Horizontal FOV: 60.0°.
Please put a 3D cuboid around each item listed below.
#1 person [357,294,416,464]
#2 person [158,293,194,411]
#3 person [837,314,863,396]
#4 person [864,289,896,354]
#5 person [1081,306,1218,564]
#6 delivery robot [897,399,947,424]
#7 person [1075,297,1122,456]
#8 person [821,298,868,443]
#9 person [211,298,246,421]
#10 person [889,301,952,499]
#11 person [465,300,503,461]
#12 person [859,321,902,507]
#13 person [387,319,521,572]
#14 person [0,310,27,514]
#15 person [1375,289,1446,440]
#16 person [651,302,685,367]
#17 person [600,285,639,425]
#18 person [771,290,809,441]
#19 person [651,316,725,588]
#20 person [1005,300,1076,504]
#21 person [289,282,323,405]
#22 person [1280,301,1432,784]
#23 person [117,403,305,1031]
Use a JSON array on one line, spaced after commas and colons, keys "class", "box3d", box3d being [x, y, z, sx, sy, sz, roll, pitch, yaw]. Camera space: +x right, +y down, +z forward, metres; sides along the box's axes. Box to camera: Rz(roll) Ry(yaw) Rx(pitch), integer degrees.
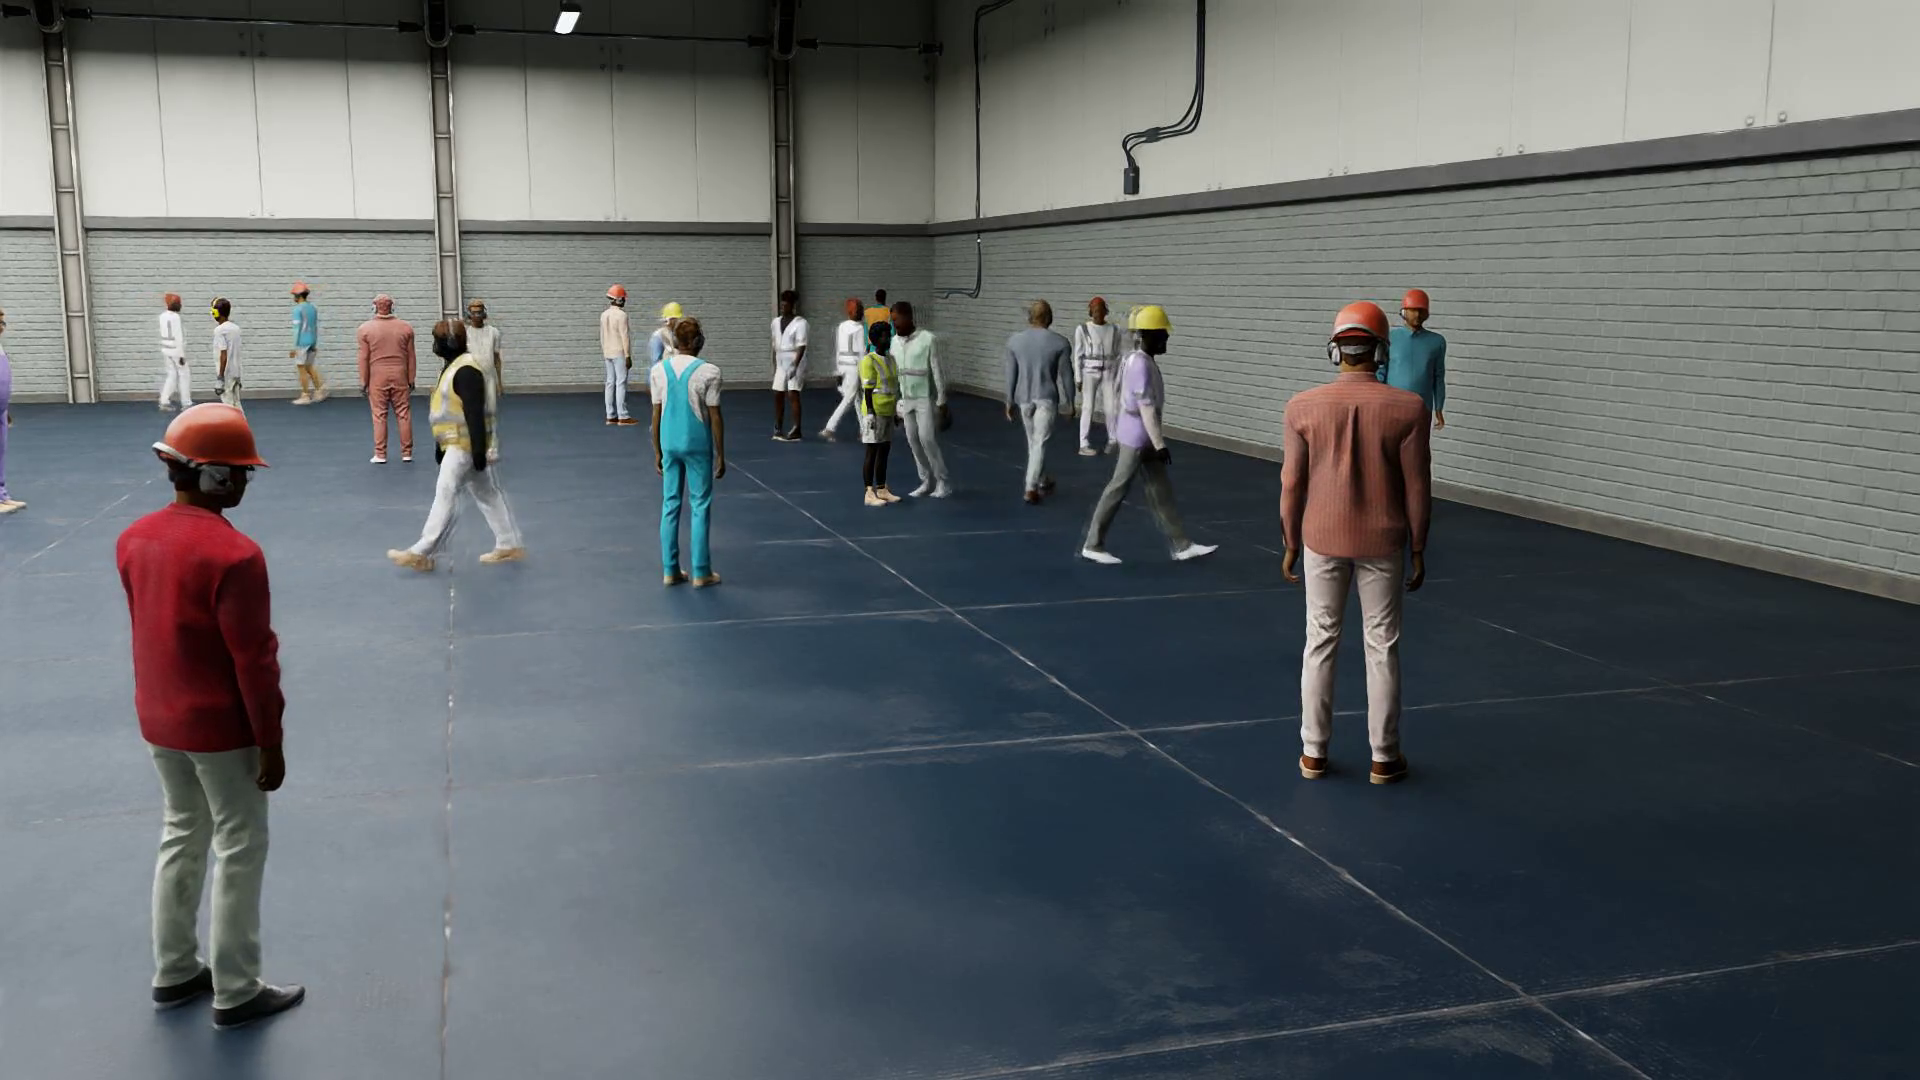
[{"class": "person", "box3d": [-6.477, -1.814, 18.810, 0.642, 1.908, 0.408, -6, 11, -33]}, {"class": "person", "box3d": [-12.376, -2.940, 26.178, 0.651, 1.862, 0.652, 8, 12, 42]}, {"class": "person", "box3d": [-1.878, -3.296, 29.174, 0.539, 1.615, 0.526, -1, 9, -6]}, {"class": "person", "box3d": [-1.380, -3.358, 28.665, 0.586, 1.910, 0.396, 3, 9, 19]}, {"class": "person", "box3d": [1.351, -0.740, 12.048, 1.006, 1.878, 0.587, 2, 9, 12]}, {"class": "delivery robot", "box3d": [-0.528, -1.820, 22.847, 0.707, 0.478, 0.477, 7, 11, 36]}, {"class": "person", "box3d": [1.640, -1.931, 19.676, 0.596, 1.871, 0.391, -2, 9, -13]}, {"class": "person", "box3d": [-1.410, -2.159, 21.257, 0.963, 1.850, 0.583, -6, 10, -32]}, {"class": "person", "box3d": [-8.517, -1.876, 19.339, 0.310, 1.864, 0.533, 0, 9, 0]}, {"class": "person", "box3d": [-0.413, -1.334, 15.834, 0.634, 1.873, 0.433, 7, 12, 39]}, {"class": "person", "box3d": [-5.472, -1.805, 18.946, 0.510, 1.846, 0.341, -4, 10, -23]}, {"class": "person", "box3d": [-0.729, -1.162, 15.316, 0.318, 1.697, 0.534, 4, 10, 26]}, {"class": "person", "box3d": [-3.641, -0.681, 11.954, 0.974, 1.786, 0.659, -4, 10, -24]}, {"class": "person", "box3d": [-8.601, -1.156, 14.817, 0.351, 1.842, 0.507, -2, 9, -10]}, {"class": "person", "box3d": [3.829, -1.134, 14.179, 0.611, 1.997, 0.372, 0, 9, 2]}, {"class": "person", "box3d": [-3.437, -1.907, 19.705, 0.631, 1.812, 0.603, 6, 11, 33]}, {"class": "person", "box3d": [-4.880, -2.633, 23.745, 0.379, 1.996, 0.609, -9, 12, -44]}, {"class": "person", "box3d": [-2.215, -2.240, 21.412, 0.649, 1.946, 0.421, 6, 11, 35]}, {"class": "person", "box3d": [-1.824, -0.585, 11.210, 0.512, 1.835, 0.359, 2, 9, 15]}, {"class": "person", "box3d": [0.752, -1.298, 15.606, 0.653, 1.888, 1.046, 4, 10, 23]}, {"class": "person", "box3d": [-10.911, -3.262, 27.621, 0.389, 2.042, 0.622, 1, 9, 8]}, {"class": "person", "box3d": [1.631, 0.017, 6.876, 0.610, 1.986, 0.392, 3, 9, 20]}, {"class": "person", "box3d": [-2.078, 0.487, 4.656, 0.577, 1.737, 0.354, 5, 10, 31]}]
